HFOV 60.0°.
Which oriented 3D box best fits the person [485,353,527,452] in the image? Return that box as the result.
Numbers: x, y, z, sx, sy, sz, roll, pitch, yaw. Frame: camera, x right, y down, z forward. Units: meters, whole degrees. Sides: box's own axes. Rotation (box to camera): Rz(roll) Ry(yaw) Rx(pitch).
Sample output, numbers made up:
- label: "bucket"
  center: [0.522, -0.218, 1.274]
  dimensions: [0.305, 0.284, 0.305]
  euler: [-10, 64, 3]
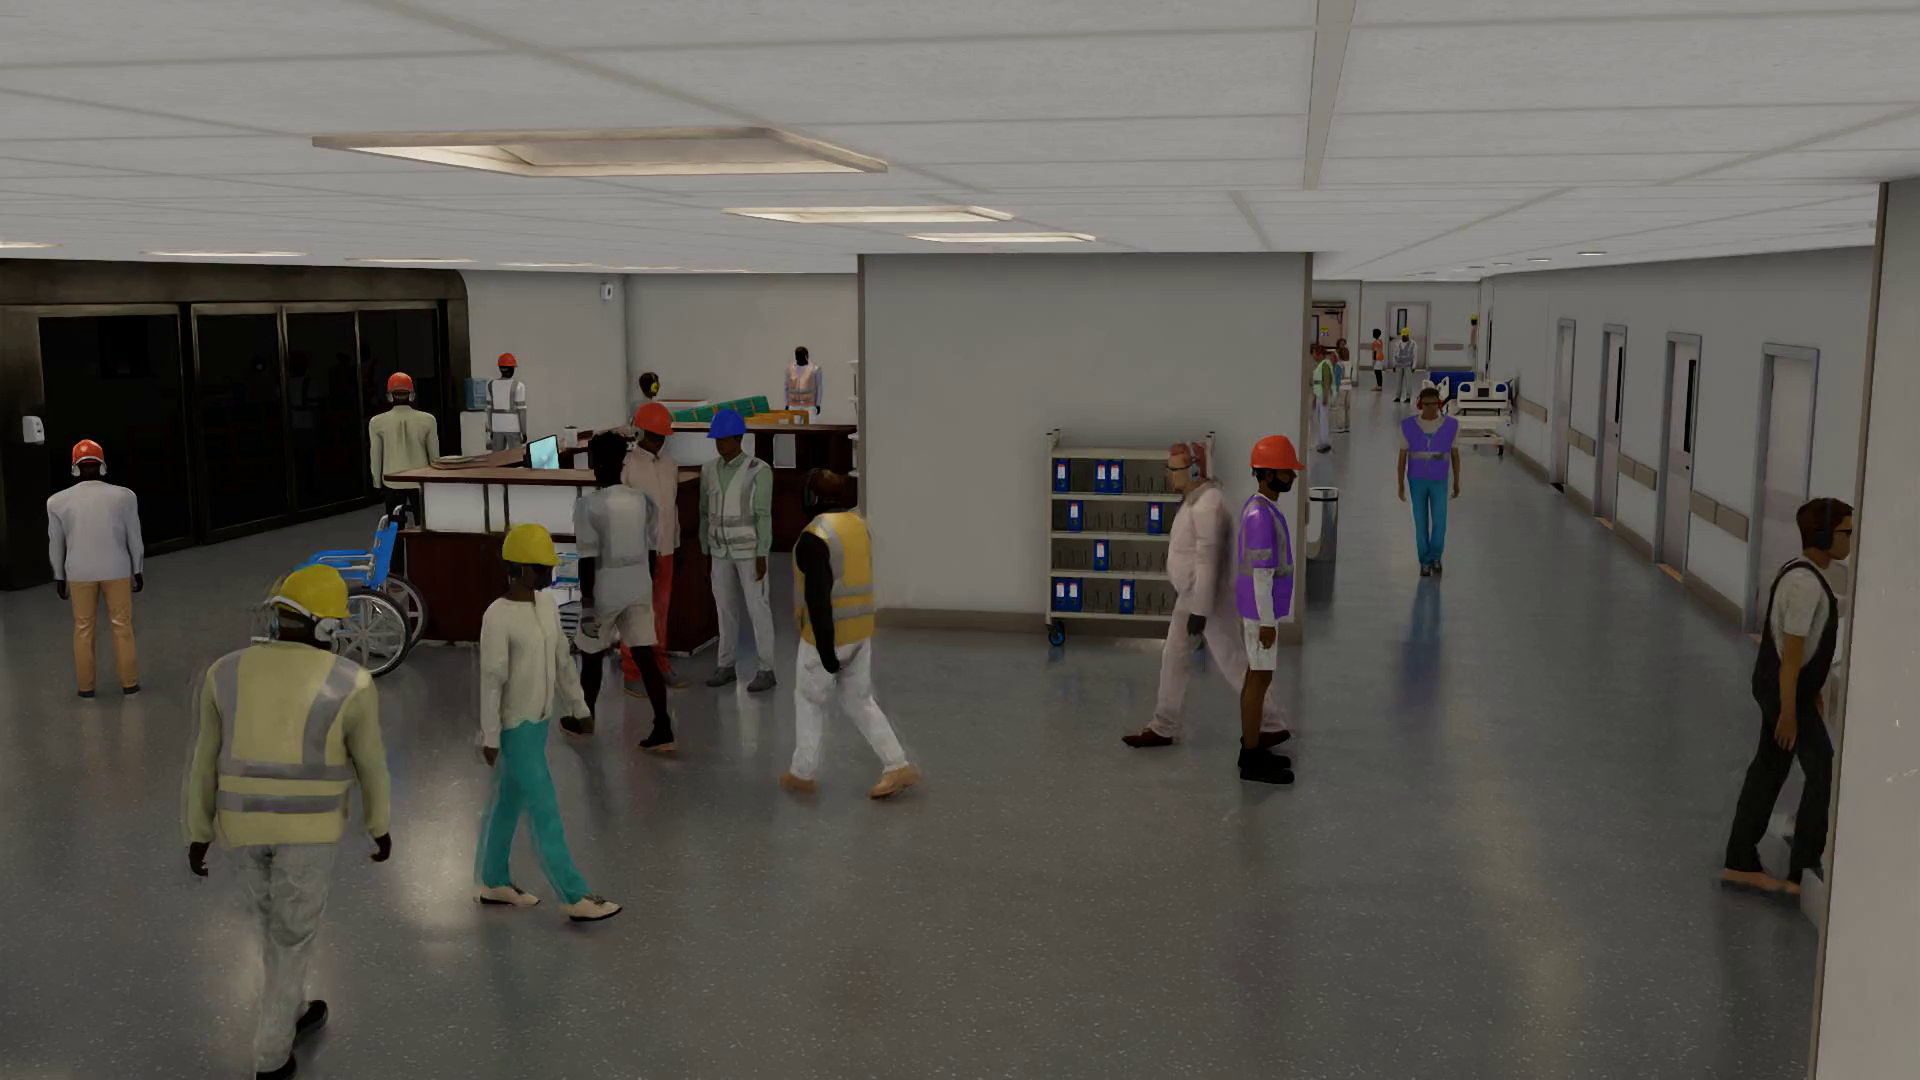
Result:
- label: "person"
  center: [-5.814, -1.438, 21.416]
  dimensions: [0.546, 1.929, 0.392]
  euler: [2, 9, 13]

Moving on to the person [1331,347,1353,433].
- label: "person"
  center: [7.325, -2.867, 31.831]
  dimensions: [0.309, 1.641, 0.513]
  euler: [8, 12, 44]

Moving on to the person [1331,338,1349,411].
- label: "person"
  center: [8.595, -3.740, 37.627]
  dimensions: [0.515, 1.641, 0.308]
  euler: [-5, 10, -28]

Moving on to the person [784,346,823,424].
- label: "person"
  center: [-2.506, -2.161, 26.486]
  dimensions: [0.624, 1.844, 0.430]
  euler: [2, 9, 10]

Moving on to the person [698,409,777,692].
- label: "person"
  center: [-1.538, 0.072, 11.370]
  dimensions: [0.602, 1.939, 0.423]
  euler: [5, 10, 28]

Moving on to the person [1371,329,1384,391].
- label: "person"
  center: [11.294, -4.875, 44.998]
  dimensions: [0.322, 1.689, 0.535]
  euler: [4, 10, 26]

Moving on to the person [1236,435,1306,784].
- label: "person"
  center: [1.725, 0.380, 9.304]
  dimensions: [0.361, 1.938, 0.545]
  euler: [1, 9, 9]

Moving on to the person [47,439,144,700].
- label: "person"
  center: [-5.777, 0.198, 11.150]
  dimensions: [0.564, 1.743, 0.352]
  euler: [-4, 9, -24]

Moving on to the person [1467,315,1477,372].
- label: "person"
  center: [16.921, -6.449, 54.719]
  dimensions: [0.428, 1.901, 0.606]
  euler: [5, 10, 28]

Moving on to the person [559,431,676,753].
- label: "person"
  center: [-2.030, 0.306, 9.884]
  dimensions: [1.025, 1.914, 0.624]
  euler: [8, 12, 43]

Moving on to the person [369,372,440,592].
- label: "person"
  center: [-5.017, -0.520, 15.078]
  dimensions: [0.608, 1.996, 0.375]
  euler: [-3, 9, -20]

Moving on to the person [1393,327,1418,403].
- label: "person"
  center: [10.793, -4.245, 40.389]
  dimensions: [0.590, 1.824, 0.403]
  euler: [7, 11, 38]

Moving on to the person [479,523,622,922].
- label: "person"
  center: [-1.783, 0.792, 7.227]
  dimensions: [0.832, 1.731, 0.546]
  euler: [2, 9, 13]

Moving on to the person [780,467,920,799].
- label: "person"
  center: [-0.608, 0.510, 8.952]
  dimensions: [0.792, 1.795, 0.642]
  euler: [5, 10, 32]

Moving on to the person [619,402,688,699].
- label: "person"
  center: [-2.090, 0.061, 11.260]
  dimensions: [0.393, 1.985, 0.611]
  euler: [5, 10, 31]

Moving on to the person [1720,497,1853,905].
- label: "person"
  center: [3.756, 0.729, 7.345]
  dimensions: [0.687, 1.821, 0.567]
  euler: [4, 9, 23]

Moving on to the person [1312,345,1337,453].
- label: "person"
  center: [6.153, -2.383, 28.097]
  dimensions: [0.385, 1.807, 0.676]
  euler: [0, 9, 0]

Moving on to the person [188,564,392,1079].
- label: "person"
  center: [-2.325, 0.985, 5.830]
  dimensions: [0.610, 1.773, 0.758]
  euler: [0, 9, 1]

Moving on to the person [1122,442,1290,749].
- label: "person"
  center: [1.498, 0.344, 9.834]
  dimensions: [0.951, 1.863, 0.645]
  euler: [-1, 9, -6]

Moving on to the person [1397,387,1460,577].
- label: "person"
  center: [4.464, -0.553, 15.867]
  dimensions: [0.583, 1.817, 0.457]
  euler: [2, 9, 15]
